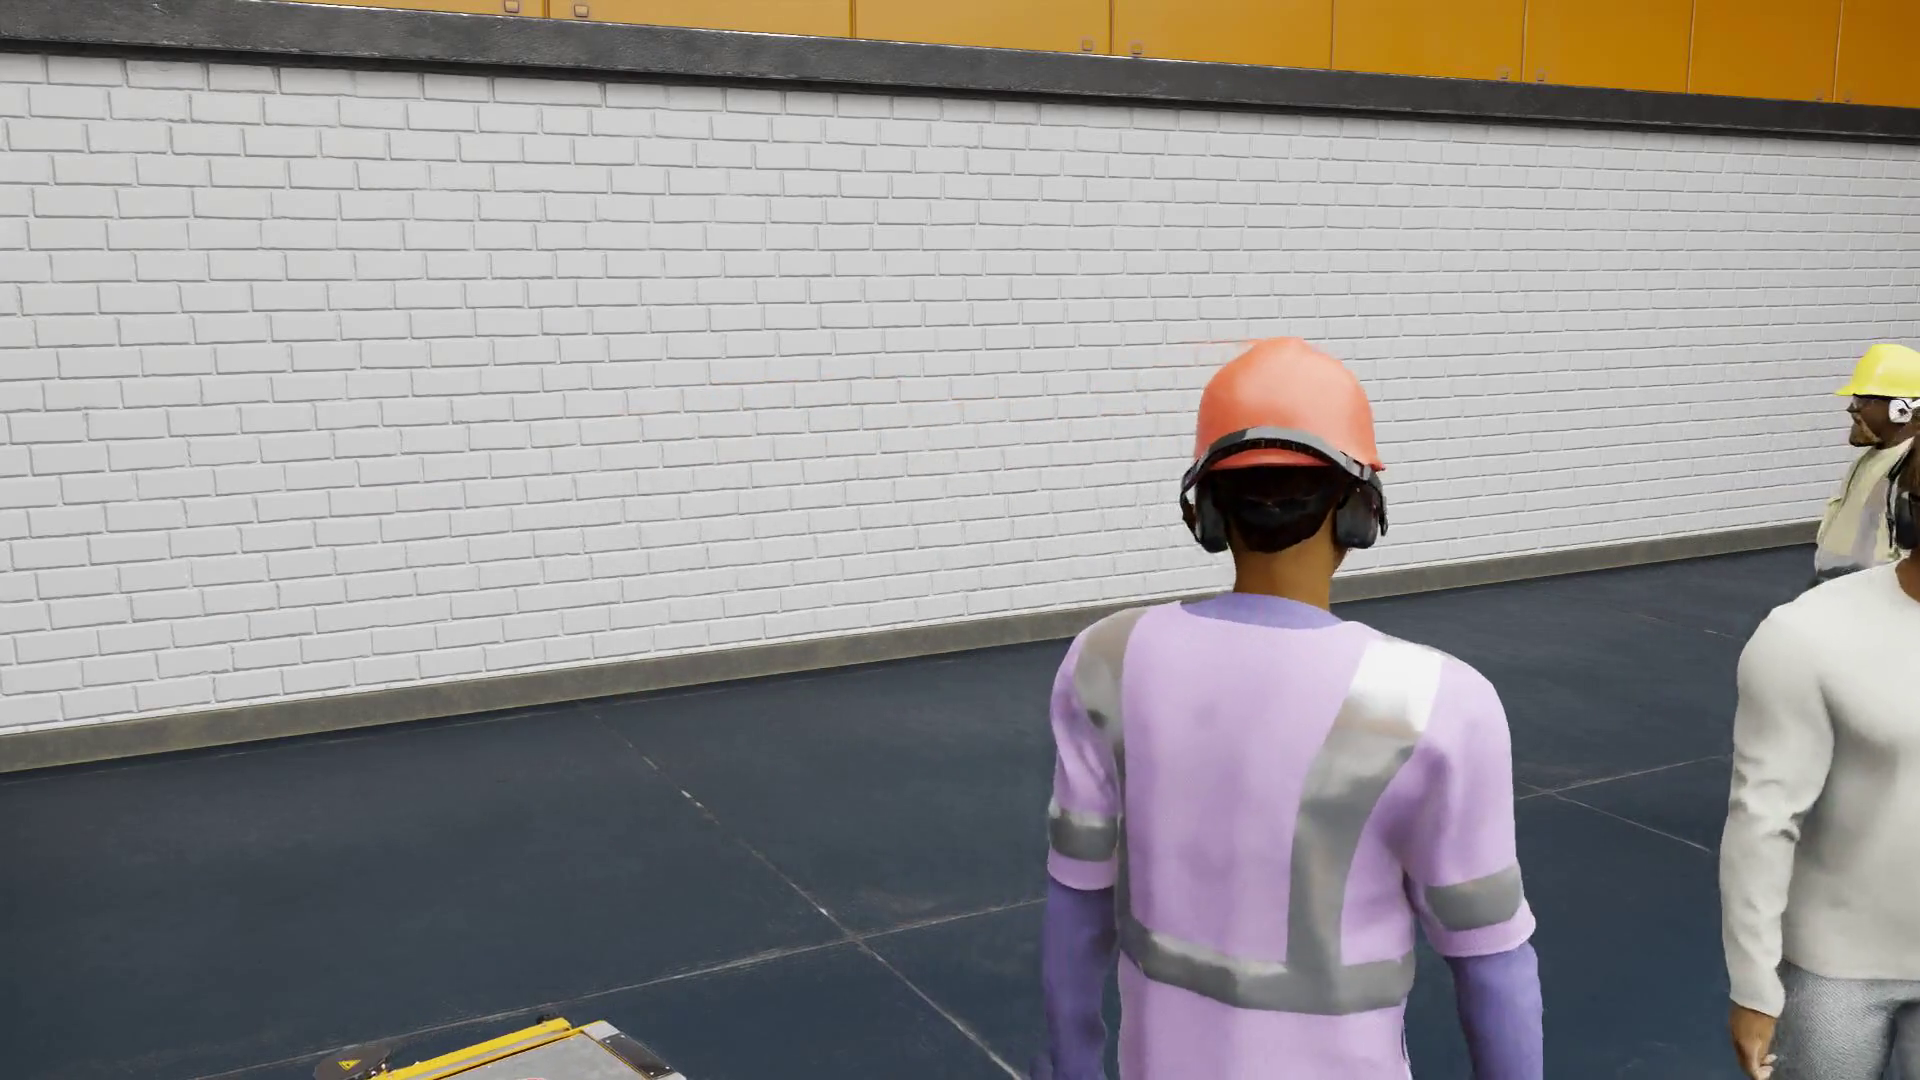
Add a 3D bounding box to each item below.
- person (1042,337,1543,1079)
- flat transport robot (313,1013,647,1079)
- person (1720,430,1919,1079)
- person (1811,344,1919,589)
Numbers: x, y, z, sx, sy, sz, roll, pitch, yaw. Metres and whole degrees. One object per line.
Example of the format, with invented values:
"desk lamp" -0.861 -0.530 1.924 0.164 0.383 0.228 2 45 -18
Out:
"person" 0.475 0.740 2.260 0.642 2.007 0.798 10 14 44
"flat transport robot" -0.841 1.377 3.605 0.652 0.197 1.431 -8 13 -40
"person" 1.609 0.717 2.814 0.641 1.877 1.066 2 10 11
"person" 3.072 0.261 5.577 0.403 1.826 0.596 2 10 11
